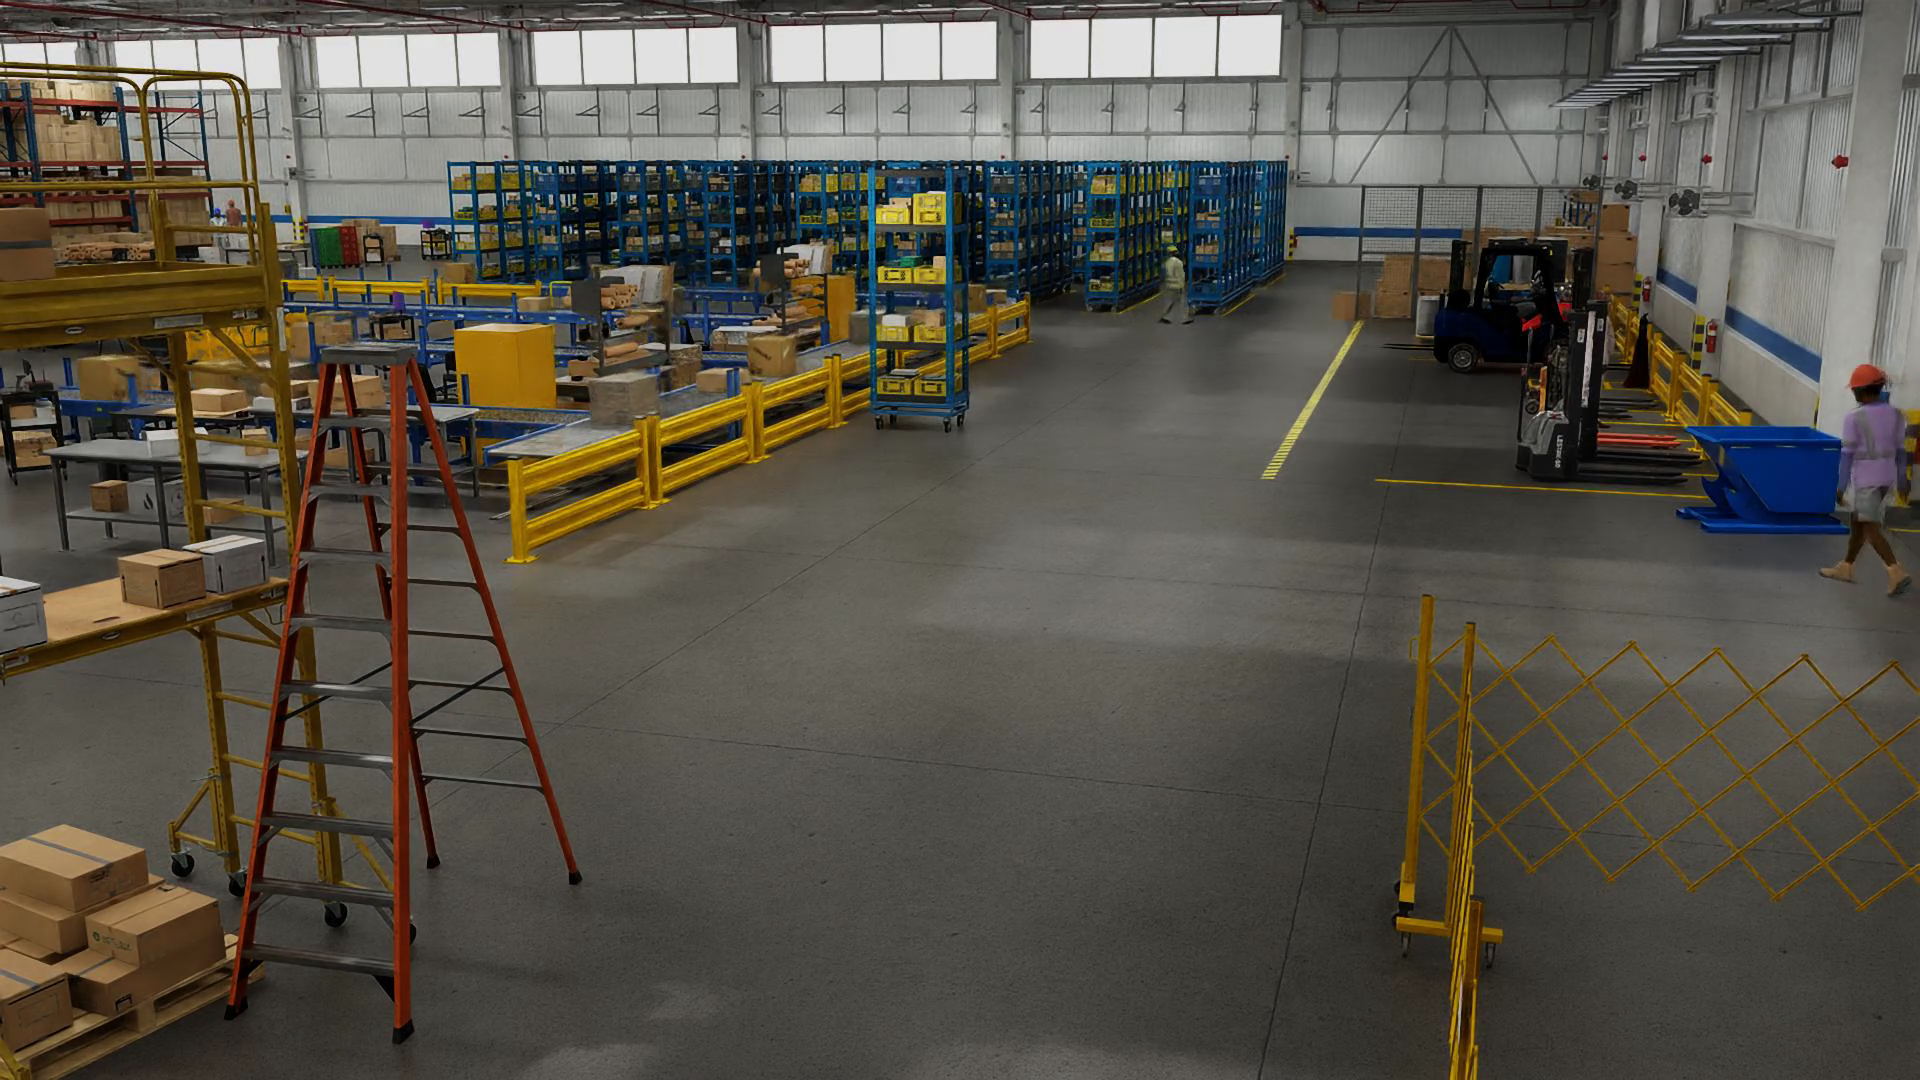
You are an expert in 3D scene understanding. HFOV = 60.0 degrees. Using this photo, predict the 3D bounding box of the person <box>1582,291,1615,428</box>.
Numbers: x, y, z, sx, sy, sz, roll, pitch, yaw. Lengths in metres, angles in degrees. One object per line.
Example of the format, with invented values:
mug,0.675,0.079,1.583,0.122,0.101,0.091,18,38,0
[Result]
person,8.953,-2.532,23.333,0.408,1.909,0.638,0,13,1

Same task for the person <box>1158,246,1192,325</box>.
person,4.863,-5.735,37.495,0.595,1.776,0.622,-7,15,-28

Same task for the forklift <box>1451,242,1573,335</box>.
forklift,10.464,-4.597,31.405,2.680,1.987,1.157,4,14,16

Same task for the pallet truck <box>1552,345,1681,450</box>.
pallet truck,8.641,-1.896,21.908,1.630,1.274,0.653,4,14,16

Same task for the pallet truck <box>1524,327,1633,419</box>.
pallet truck,9.065,-2.460,24.370,1.522,1.261,0.704,3,13,14

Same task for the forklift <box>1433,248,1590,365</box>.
forklift,9.780,-4.111,29.280,2.680,1.987,1.157,3,13,14

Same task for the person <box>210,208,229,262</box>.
person,-26.023,-10.679,58.450,0.603,1.942,0.399,-5,14,-21

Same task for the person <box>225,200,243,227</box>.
person,-29.501,-12.779,67.480,0.541,1.956,0.658,12,18,43

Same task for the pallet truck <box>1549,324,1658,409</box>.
pallet truck,9.824,-2.669,25.407,1.601,1.201,0.680,4,14,16

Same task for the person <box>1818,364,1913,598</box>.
person,8.011,-0.518,14.478,0.625,1.995,0.962,-5,14,-21

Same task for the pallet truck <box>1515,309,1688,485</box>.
pallet truck,7.554,-1.677,19.446,1.885,1.965,0.823,3,13,14

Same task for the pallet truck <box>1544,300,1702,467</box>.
pallet truck,8.263,-1.952,20.631,1.885,1.965,0.823,5,14,20
